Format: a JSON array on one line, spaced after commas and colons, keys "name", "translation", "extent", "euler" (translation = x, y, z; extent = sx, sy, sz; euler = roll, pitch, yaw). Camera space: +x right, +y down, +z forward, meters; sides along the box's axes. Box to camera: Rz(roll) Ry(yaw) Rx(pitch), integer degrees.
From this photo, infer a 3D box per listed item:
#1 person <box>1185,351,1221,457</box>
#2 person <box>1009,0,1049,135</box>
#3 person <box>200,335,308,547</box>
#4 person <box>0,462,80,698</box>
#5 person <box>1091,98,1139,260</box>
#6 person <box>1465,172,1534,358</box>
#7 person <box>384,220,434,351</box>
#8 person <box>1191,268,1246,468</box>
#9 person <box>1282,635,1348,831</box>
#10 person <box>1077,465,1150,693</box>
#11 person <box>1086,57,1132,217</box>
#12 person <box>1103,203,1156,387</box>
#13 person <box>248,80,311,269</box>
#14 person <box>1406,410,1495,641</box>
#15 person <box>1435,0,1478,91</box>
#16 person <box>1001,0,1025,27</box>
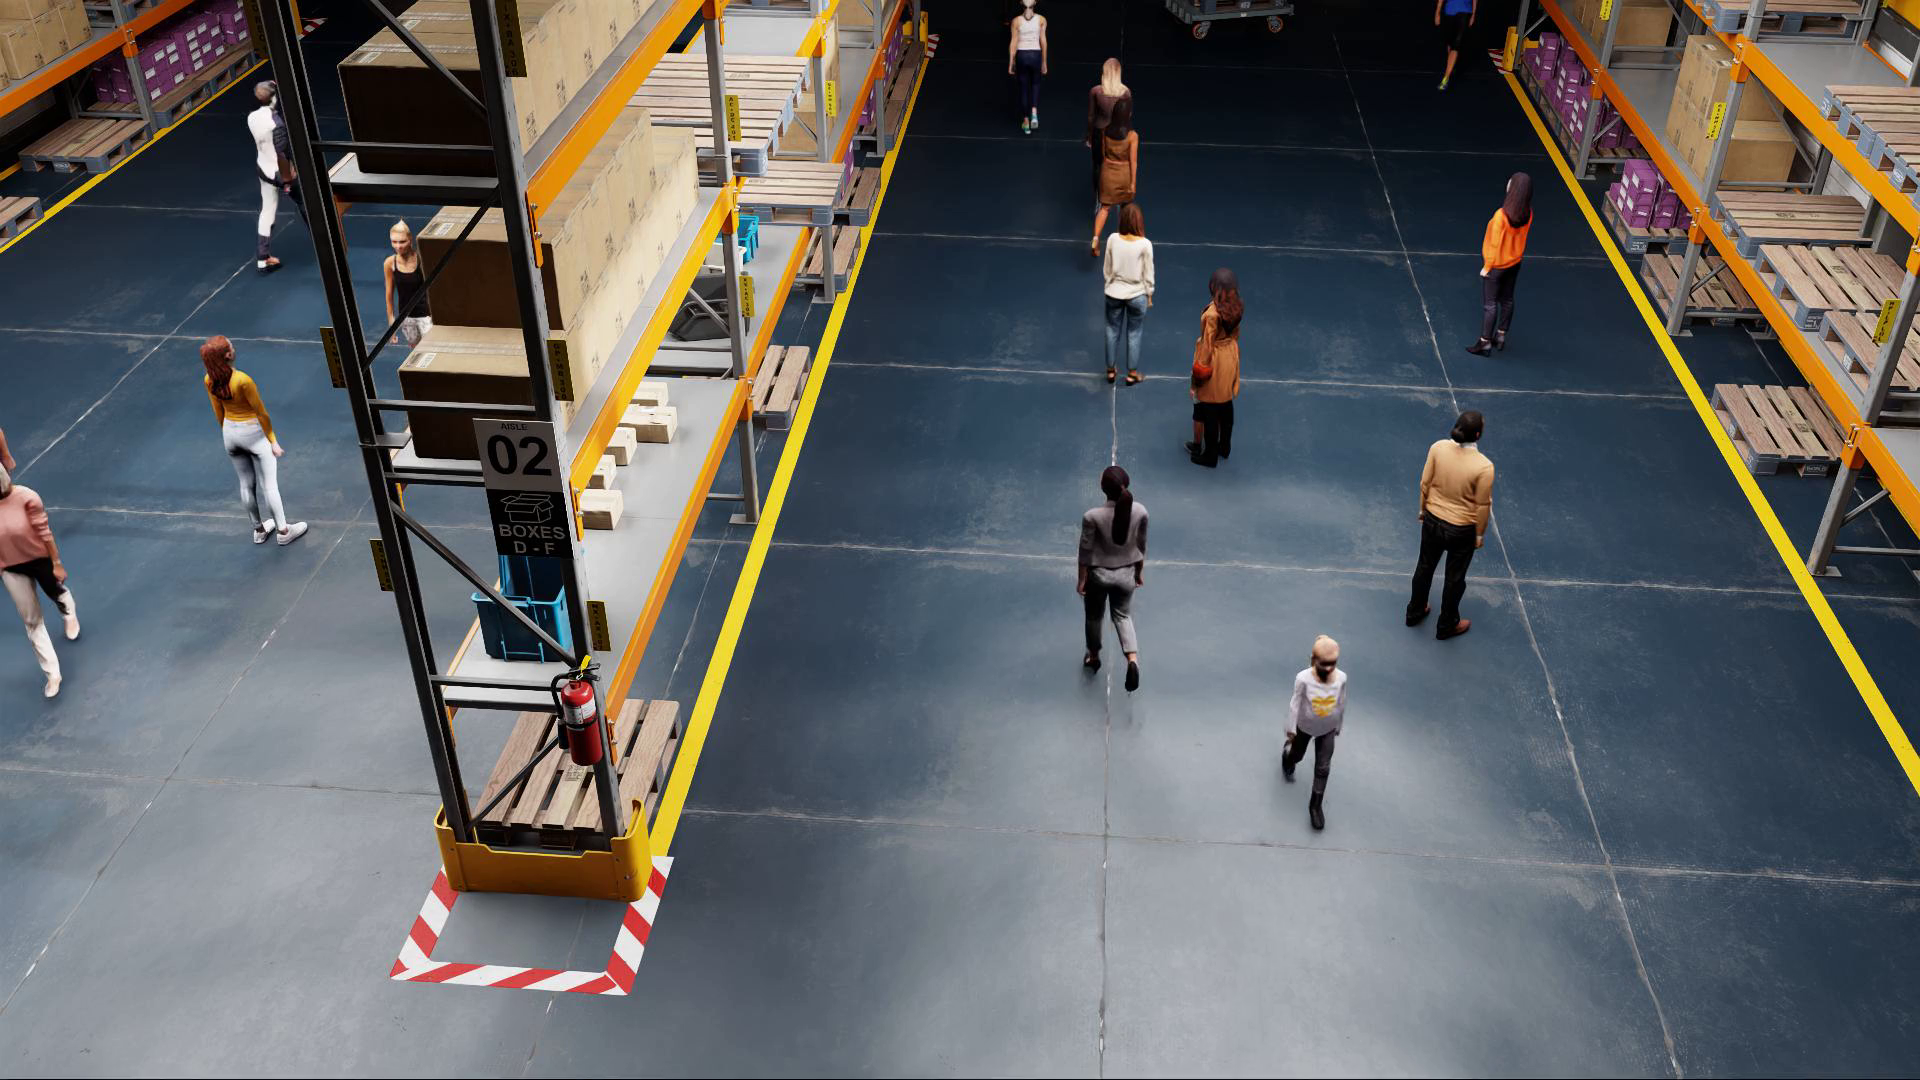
[{"name": "person", "translation": [2.039, -1.263, 13.624], "extent": [0.538, 1.255, 0.547], "euler": [-8, 34, -12]}, {"name": "person", "translation": [0.833, -5.660, 19.841], "extent": [0.702, 1.696, 0.759], "euler": [-4, 34, -6]}, {"name": "person", "translation": [-5.311, -0.743, 12.395], "extent": [0.619, 1.750, 0.620], "euler": [8, 34, 11]}, {"name": "person", "translation": [-6.234, 0.111, 11.174], "extent": [0.936, 1.679, 1.237], "euler": [-10, 35, -15]}, {"name": "person", "translation": [1.541, -3.601, 16.771], "extent": [0.808, 1.665, 1.071], "euler": [16, 37, 23]}, {"name": "person", "translation": [4.915, -2.495, 15.032], "extent": [0.709, 1.749, 0.749], "euler": [-21, 39, -28]}, {"name": "person", "translation": [-4.528, -1.877, 14.031], "extent": [0.672, 1.827, 0.813], "euler": [0, 34, 0]}, {"name": "person", "translation": [2.081, -1.396, 13.402], "extent": [0.834, 1.722, 0.753], "euler": [28, 43, 35]}, {"name": "person", "translation": [2.135, 1.086, 10.086], "extent": [0.547, 1.260, 0.862], "euler": [-1, 34, -1]}, {"name": "person", "translation": [1.013, 0.298, 10.908], "extent": [0.808, 1.662, 0.991], "euler": [-9, 35, -13]}, {"name": "person", "translation": [1.579, -4.261, 17.747], "extent": [0.634, 1.684, 0.982], "euler": [1, 34, 2]}, {"name": "person", "translation": [1.454, -2.143, 14.564], "extent": [0.695, 1.680, 0.673], "euler": [16, 37, 22]}, {"name": "person", "translation": [-6.891, -3.603, 16.608], "extent": [0.990, 1.849, 1.290], "euler": [16, 37, 23]}, {"name": "person", "translation": [3.379, -0.116, 11.449], "extent": [0.754, 1.754, 0.791], "euler": [28, 43, 35]}, {"name": "person", "translation": [6.436, -6.800, 21.447], "extent": [0.967, 1.818, 1.322], "euler": [16, 37, 22]}, {"name": "person", "translation": [0.814, -8.222, 23.603], "extent": [0.688, 1.798, 0.599], "euler": [6, 34, 9]}]
